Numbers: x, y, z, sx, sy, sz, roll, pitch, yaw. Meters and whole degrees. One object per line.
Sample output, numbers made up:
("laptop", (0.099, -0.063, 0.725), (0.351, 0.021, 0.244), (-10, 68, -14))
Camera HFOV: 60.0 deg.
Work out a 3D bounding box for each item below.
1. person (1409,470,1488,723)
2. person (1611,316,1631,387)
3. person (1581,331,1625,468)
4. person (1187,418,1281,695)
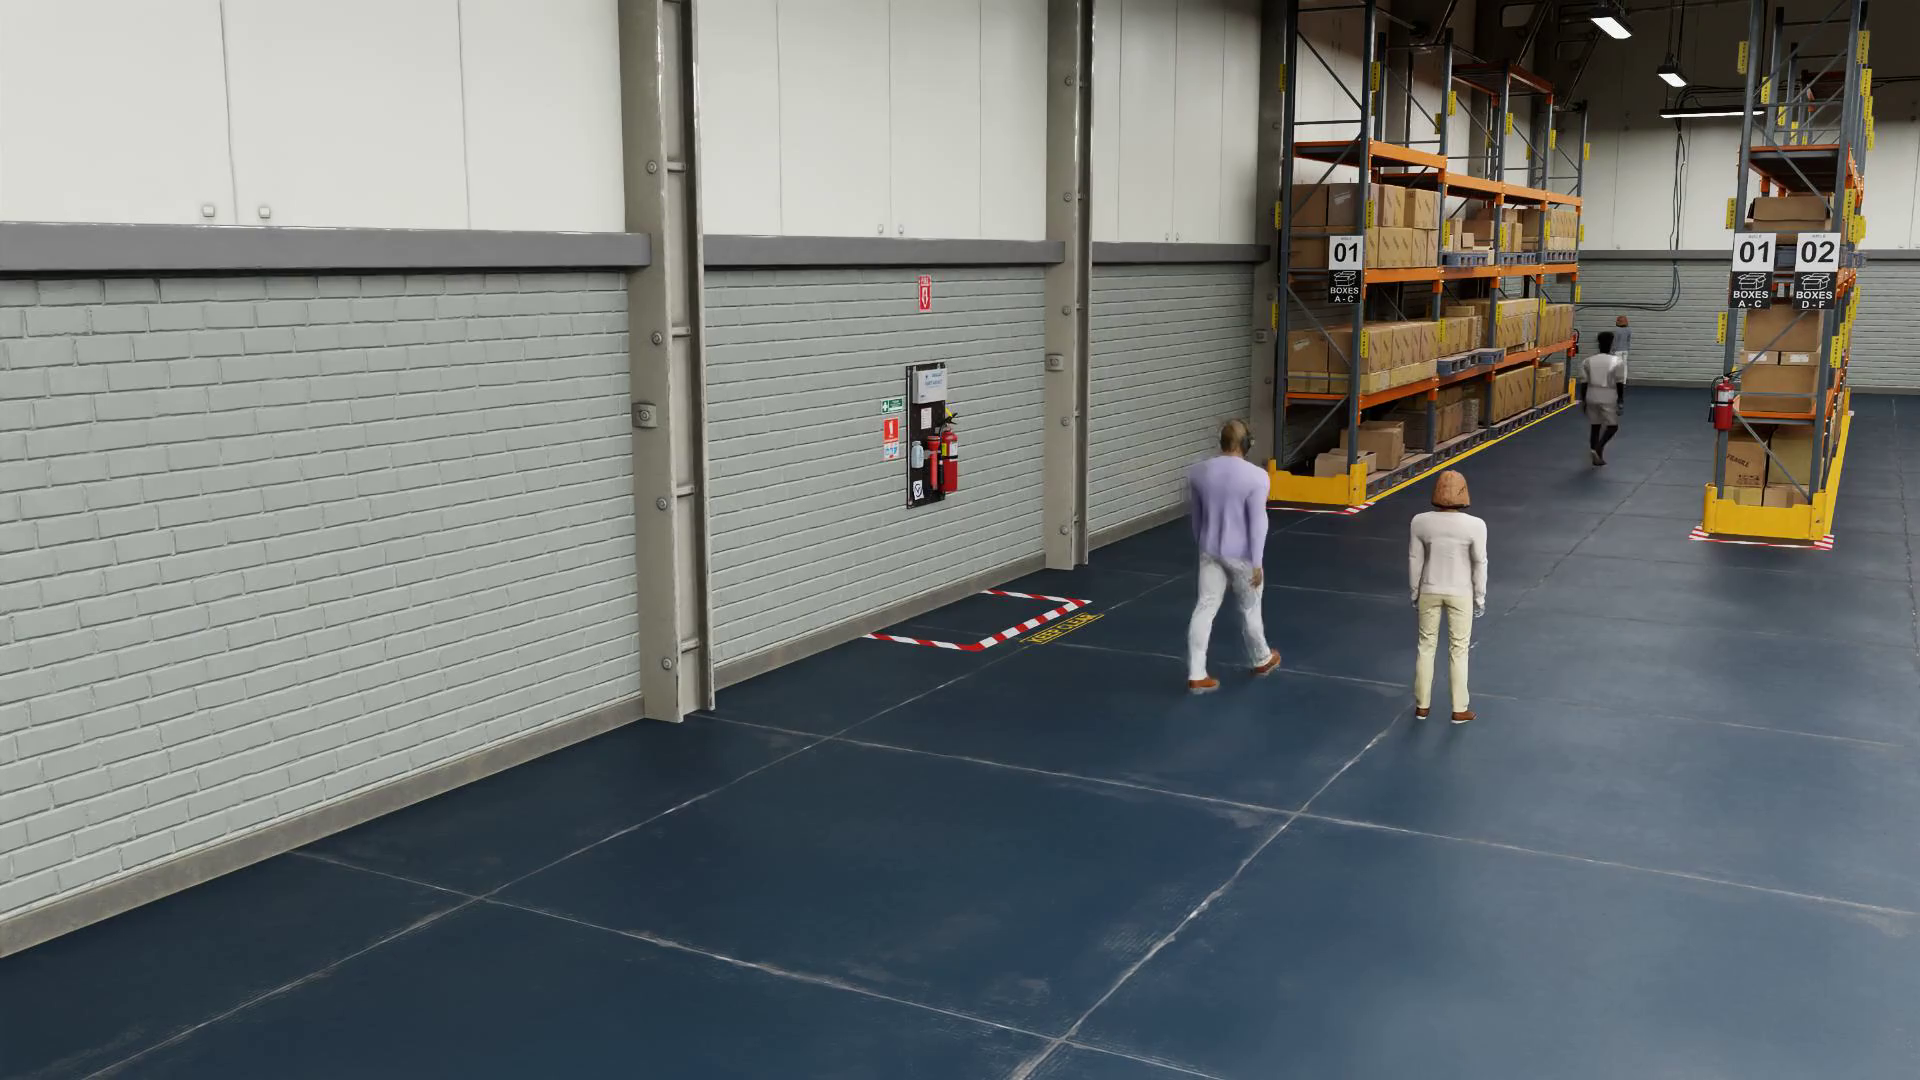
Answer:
("person", (3.131, 0.363, 10.698), (0.500, 1.636, 0.282), (6, 11, 30))
("person", (15.060, -4.288, 37.927), (0.507, 1.635, 0.279), (-4, 11, -24))
("person", (9.017, -1.964, 23.383), (0.530, 1.955, 0.627), (-9, 13, -43))
("person", (1.889, 0.096, 11.536), (0.653, 1.882, 1.007), (8, 13, 40))
